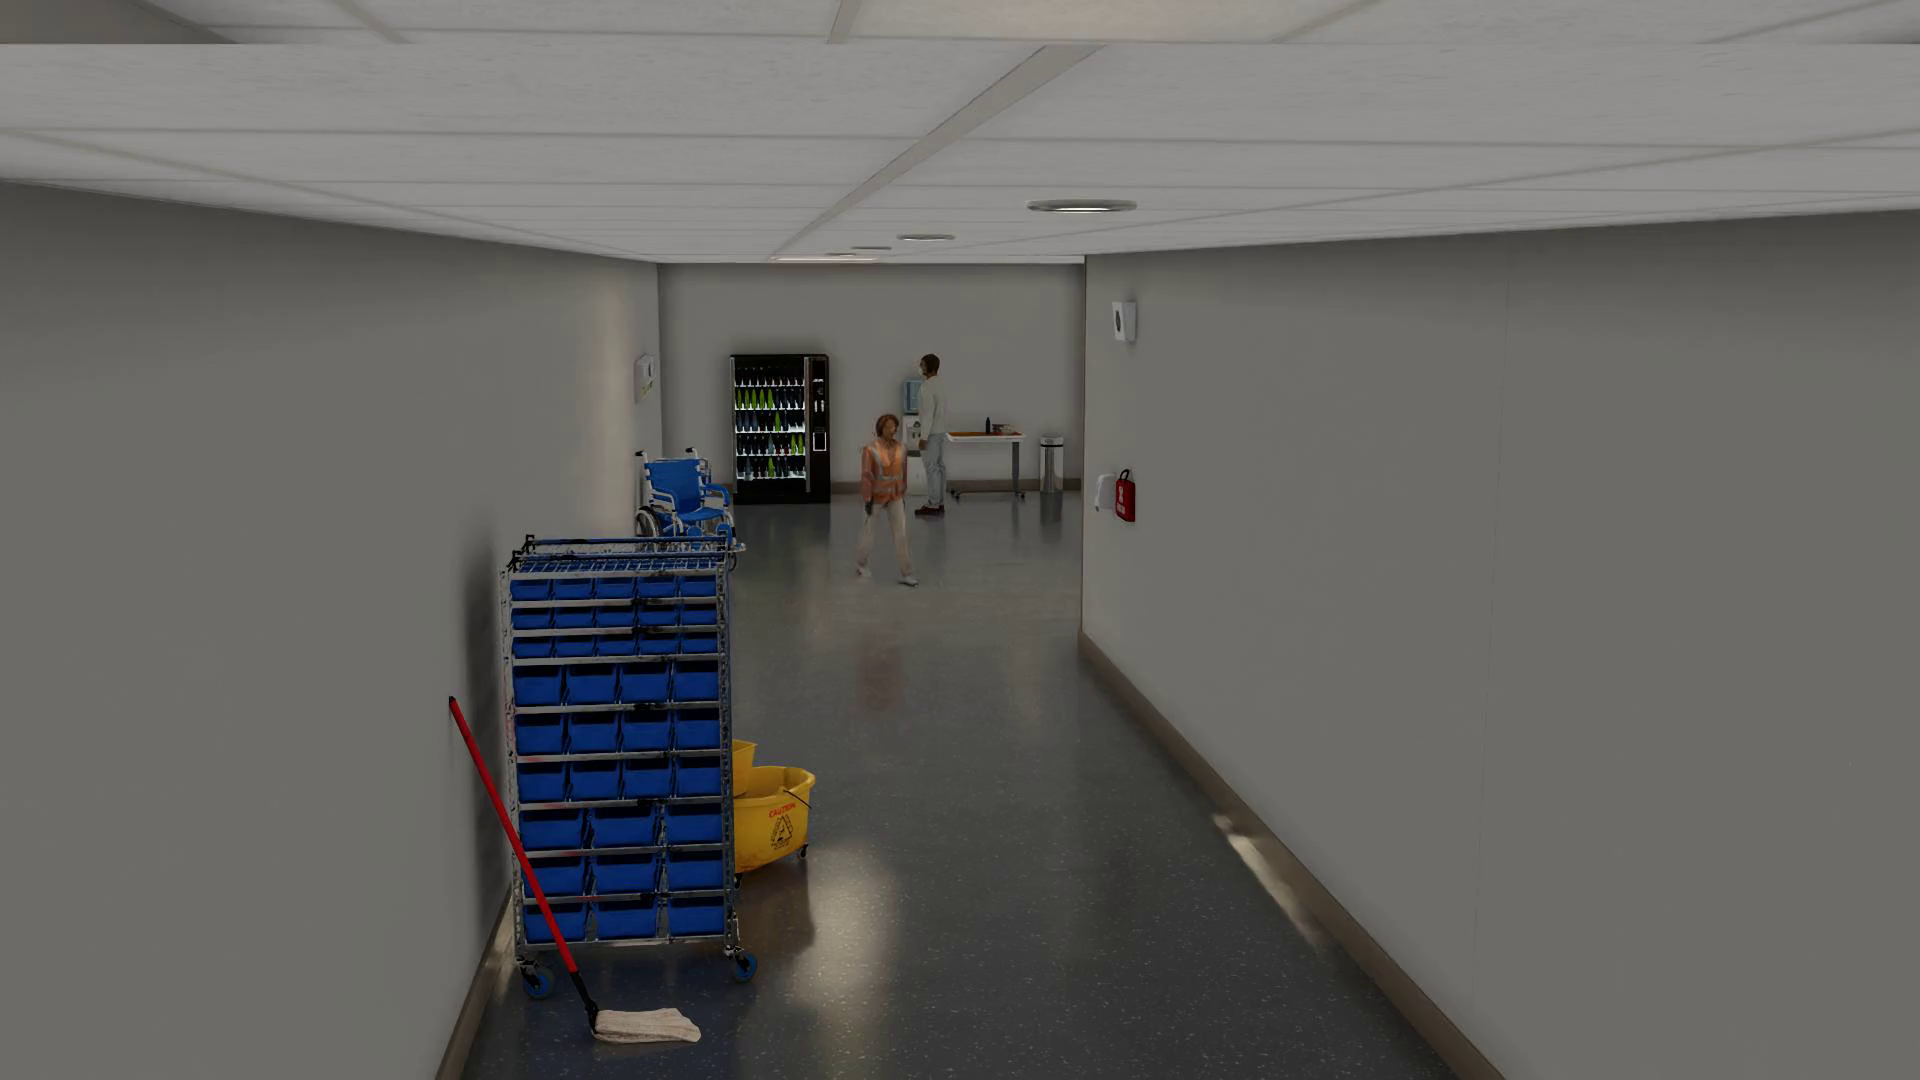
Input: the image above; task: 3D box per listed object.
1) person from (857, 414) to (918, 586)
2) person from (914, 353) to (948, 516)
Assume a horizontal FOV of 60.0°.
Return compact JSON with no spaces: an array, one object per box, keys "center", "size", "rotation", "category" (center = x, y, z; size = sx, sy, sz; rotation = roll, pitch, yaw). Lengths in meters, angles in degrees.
[{"center":[-0.724,-0.395,15.582],"size":[0.533,1.591,0.871],"rotation":[-6,11,-32],"category":"person"},{"center":[-0.343,-1.260,19.903],"size":[0.368,1.940,0.633],"rotation":[3,9,16],"category":"person"}]
